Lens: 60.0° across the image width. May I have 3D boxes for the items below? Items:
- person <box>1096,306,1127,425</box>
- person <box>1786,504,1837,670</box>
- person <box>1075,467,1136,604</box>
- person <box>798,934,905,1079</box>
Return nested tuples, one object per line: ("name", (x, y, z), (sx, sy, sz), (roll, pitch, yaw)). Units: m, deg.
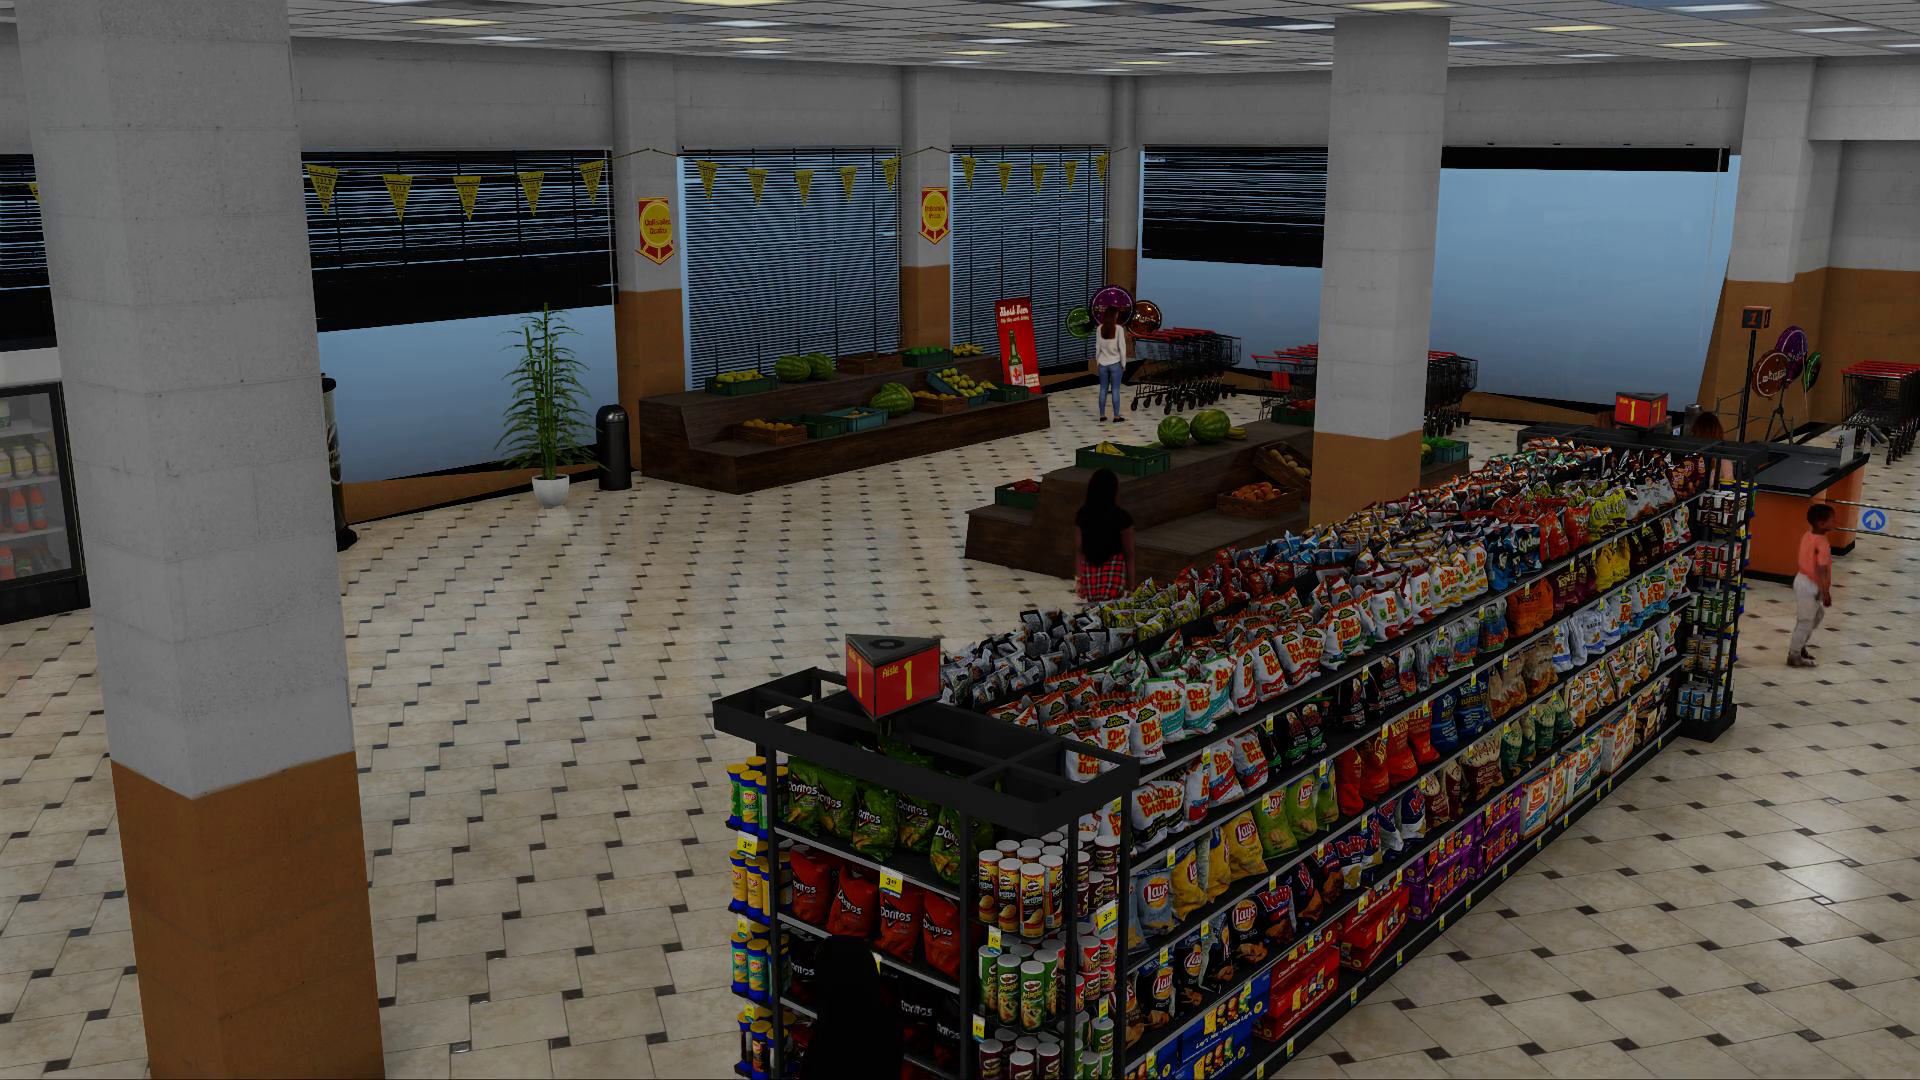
("person", (2.172, -2.526, 23.949), (0.657, 1.692, 0.610), (7, 15, 28))
("person", (6.524, 0.359, 12.881), (0.646, 1.302, 0.563), (2, 14, 8))
("person", (1.021, 0.364, 12.065), (0.754, 1.677, 1.262), (8, 16, 29))
("person", (-0.308, 2.036, 5.313), (0.679, 1.609, 0.661), (10, 17, 37))
